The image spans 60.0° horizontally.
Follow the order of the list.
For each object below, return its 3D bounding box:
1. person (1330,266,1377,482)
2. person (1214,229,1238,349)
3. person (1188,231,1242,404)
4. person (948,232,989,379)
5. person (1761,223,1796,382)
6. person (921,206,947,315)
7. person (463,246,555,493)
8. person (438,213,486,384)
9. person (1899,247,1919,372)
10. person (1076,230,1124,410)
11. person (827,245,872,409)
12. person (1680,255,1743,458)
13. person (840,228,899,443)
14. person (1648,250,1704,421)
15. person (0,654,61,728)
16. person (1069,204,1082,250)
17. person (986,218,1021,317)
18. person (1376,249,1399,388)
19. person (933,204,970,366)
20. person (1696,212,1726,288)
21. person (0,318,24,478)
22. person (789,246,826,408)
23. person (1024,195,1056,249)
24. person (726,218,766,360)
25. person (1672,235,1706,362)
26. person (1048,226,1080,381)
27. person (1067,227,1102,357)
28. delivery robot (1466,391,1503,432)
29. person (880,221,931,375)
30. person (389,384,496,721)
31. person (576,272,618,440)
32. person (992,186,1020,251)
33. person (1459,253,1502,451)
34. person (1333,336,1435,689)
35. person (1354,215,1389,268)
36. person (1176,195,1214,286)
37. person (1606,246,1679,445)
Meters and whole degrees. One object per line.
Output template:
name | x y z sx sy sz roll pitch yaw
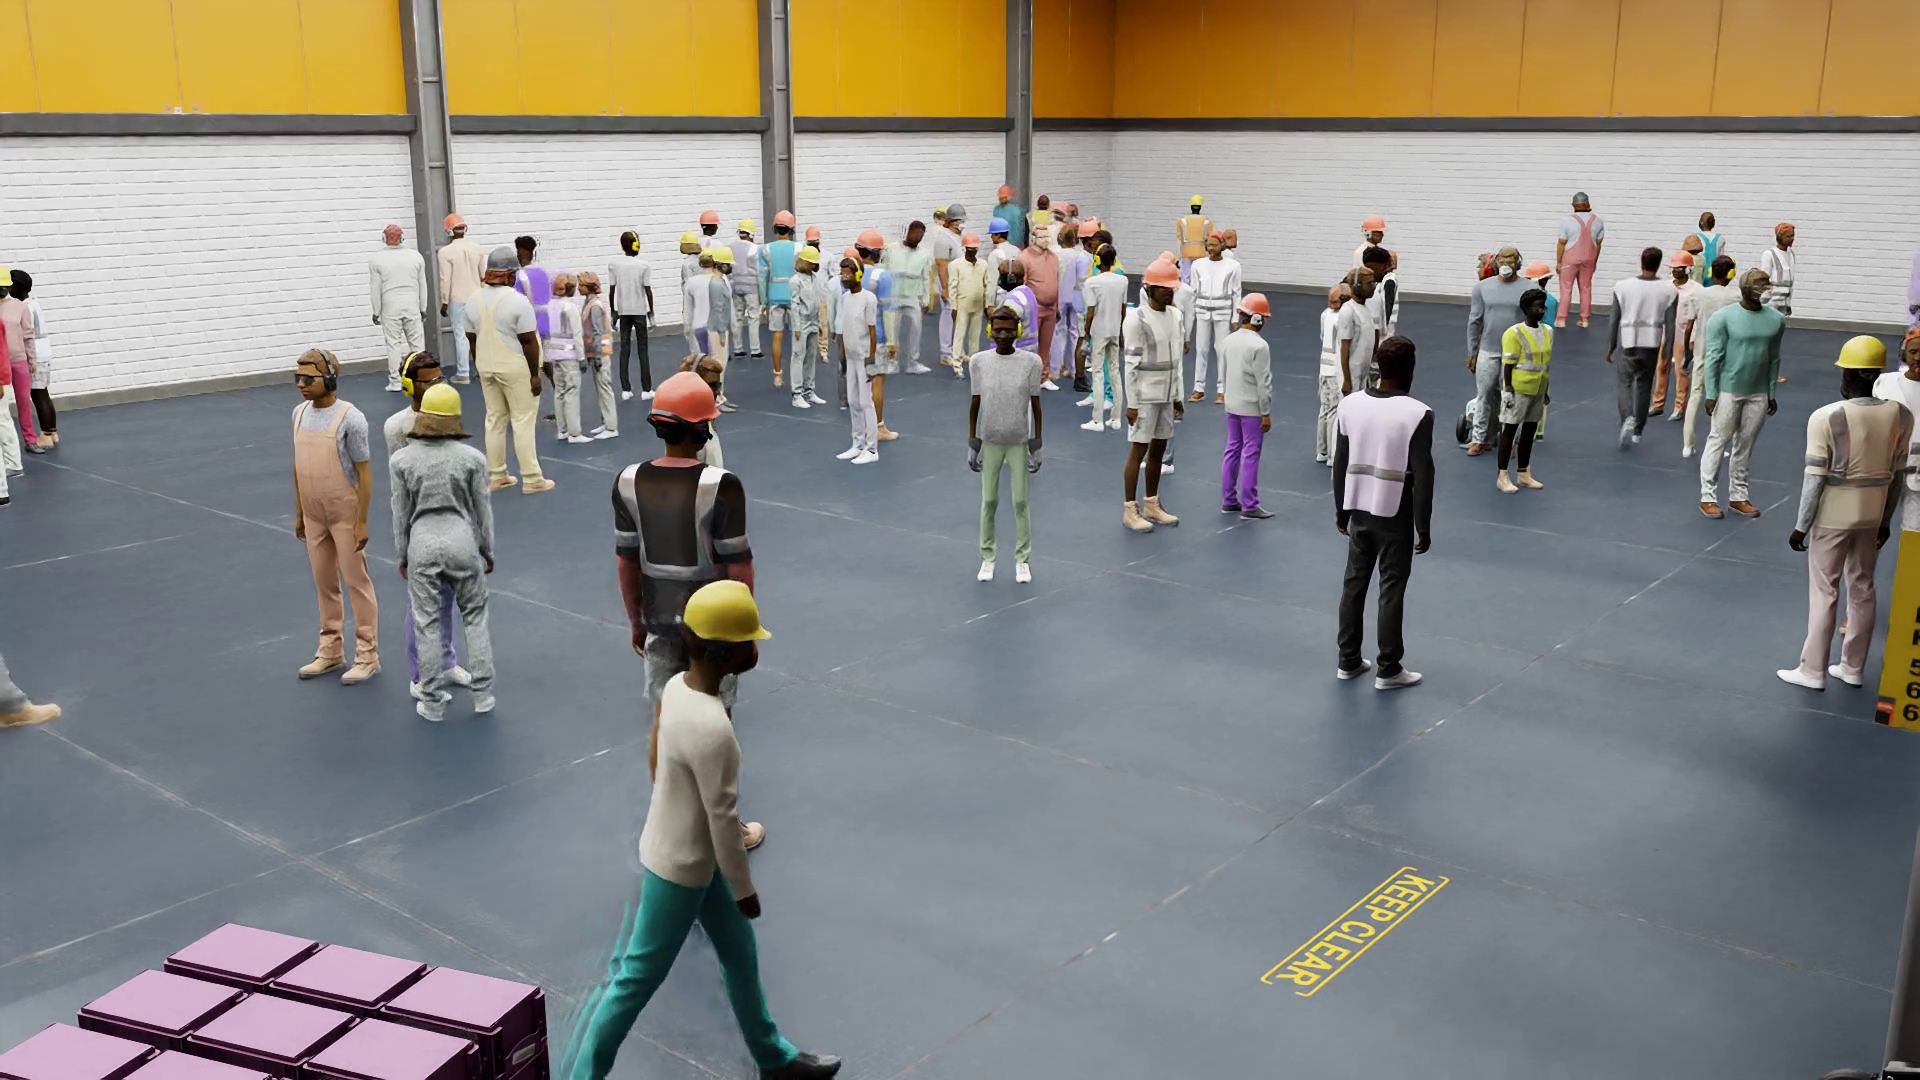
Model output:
person | 3.358 -1.393 14.133 0.335 1.846 0.513 8 16 29
person | 3.616 -3.379 22.504 0.279 1.633 0.505 -2 14 -7
person | 2.775 -2.434 18.217 0.587 1.882 0.341 6 15 23
person | 0.121 -2.820 20.025 0.559 1.751 0.326 -9 17 -32
person | 9.648 -2.796 19.666 0.584 1.882 0.347 -10 17 -34
person | -0.310 -4.476 26.673 0.486 1.734 0.559 13 19 42
person | -3.720 -1.415 13.830 0.672 2.000 0.536 7 16 25
person | -5.869 -2.846 19.642 0.392 1.993 0.609 12 18 40
person | 11.774 -2.938 20.242 0.409 1.889 0.733 13 19 43
person | 1.536 -2.358 17.845 0.392 1.920 0.588 -8 16 -28
person | -1.139 -2.272 17.833 0.564 1.753 0.336 4 15 17
person | 6.869 -1.665 15.187 0.538 1.863 0.313 11 18 38
person | -0.858 -1.959 15.996 0.611 2.043 0.375 10 17 36
person | 7.381 -2.110 17.184 0.327 1.753 0.563 -9 16 -31
person | -5.199 -0.012 8.220 1.005 2.000 0.681 -9 16 -31
person | 2.008 -5.139 29.543 0.312 1.634 0.514 4 14 14
person | 0.502 -2.837 19.726 0.416 1.939 0.604 10 17 35
person | 4.800 -2.464 18.833 0.307 1.641 0.514 1 14 4
person | -0.021 -3.250 21.161 0.538 2.000 0.689 7 16 25
person | 10.282 -3.610 23.024 0.502 1.837 0.350 0 14 -1
person | -8.415 -1.403 14.390 0.575 1.740 0.349 13 19 42
person | -1.641 -2.309 18.023 0.316 1.735 0.483 8 16 30
person | 1.406 -4.976 28.496 0.630 1.834 0.430 1 14 4
person | -2.768 -3.257 21.636 0.595 1.824 0.403 7 16 25
person | 9.367 -3.099 21.384 0.505 1.631 0.281 -10 17 -36
person | 1.266 -2.823 19.884 0.518 1.834 0.346 -7 16 -25
person | 1.676 -3.200 21.478 0.467 1.800 0.701 -4 15 -17
delivery robot | 5.157 -1.278 16.103 0.477 0.478 0.707 9 16 31
person | -0.716 -2.945 20.290 0.703 1.878 0.373 -3 14 -12
person | -2.646 0.062 8.566 0.492 1.720 0.416 -3 14 -12
person | -3.542 -1.799 16.215 0.326 1.628 0.526 -4 15 -17
person | 0.768 -5.155 28.918 0.637 1.962 0.654 12 18 40
person | 4.955 -1.753 15.571 0.397 1.847 0.564 10 17 33
person | 2.281 -0.146 9.004 0.375 1.917 0.599 -12 18 -40
person | 4.747 -2.767 19.322 0.386 1.992 0.624 9 17 31
person | 3.735 -4.532 26.545 0.586 1.919 0.396 1 14 4
person | 6.468 -1.832 15.799 0.596 1.896 0.738 4 14 14
